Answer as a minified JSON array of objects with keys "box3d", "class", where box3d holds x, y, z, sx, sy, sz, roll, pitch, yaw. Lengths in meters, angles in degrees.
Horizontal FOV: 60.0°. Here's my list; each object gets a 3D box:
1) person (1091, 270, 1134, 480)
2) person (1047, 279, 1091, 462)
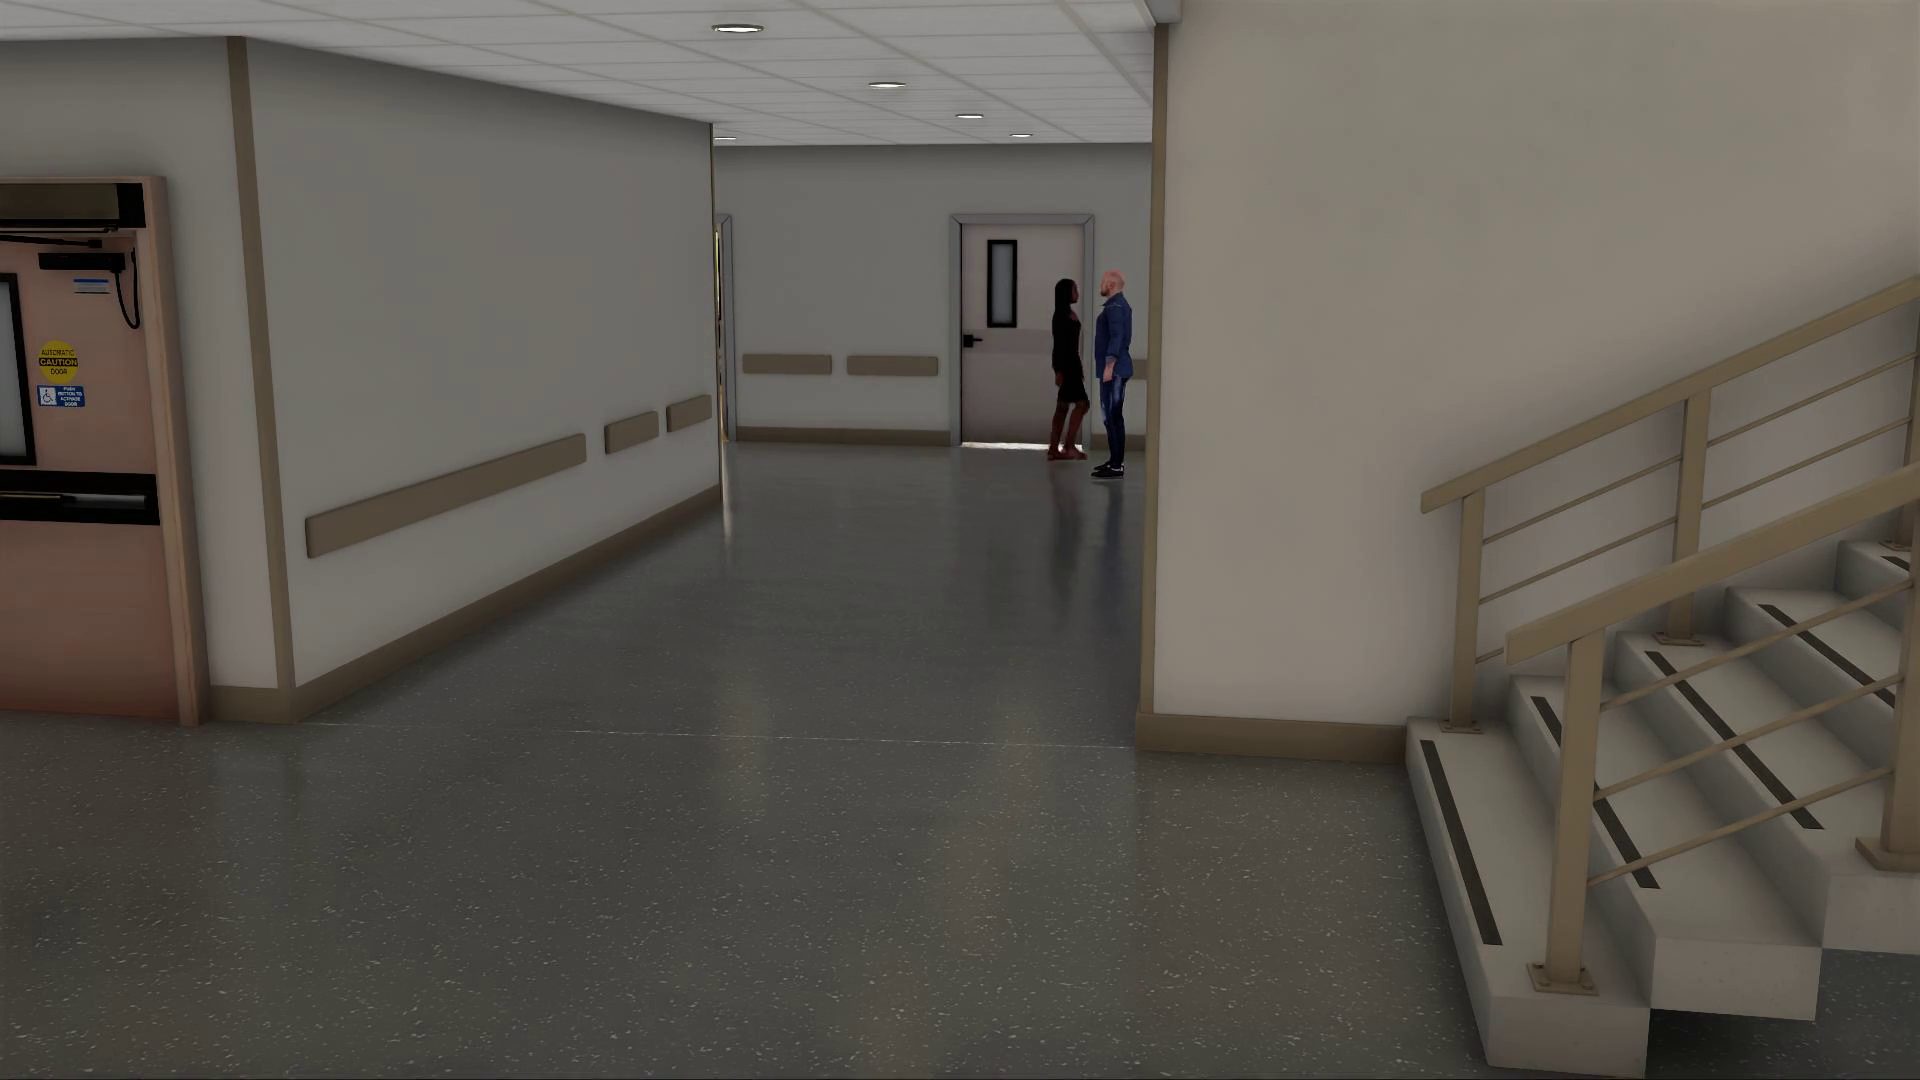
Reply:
[{"box3d":[1.347,-1.467,14.686,0.555,1.825,0.705,2,11,10],"class":"person"},{"box3d":[0.910,-1.569,15.543,0.652,1.705,0.636,3,11,14],"class":"person"}]
